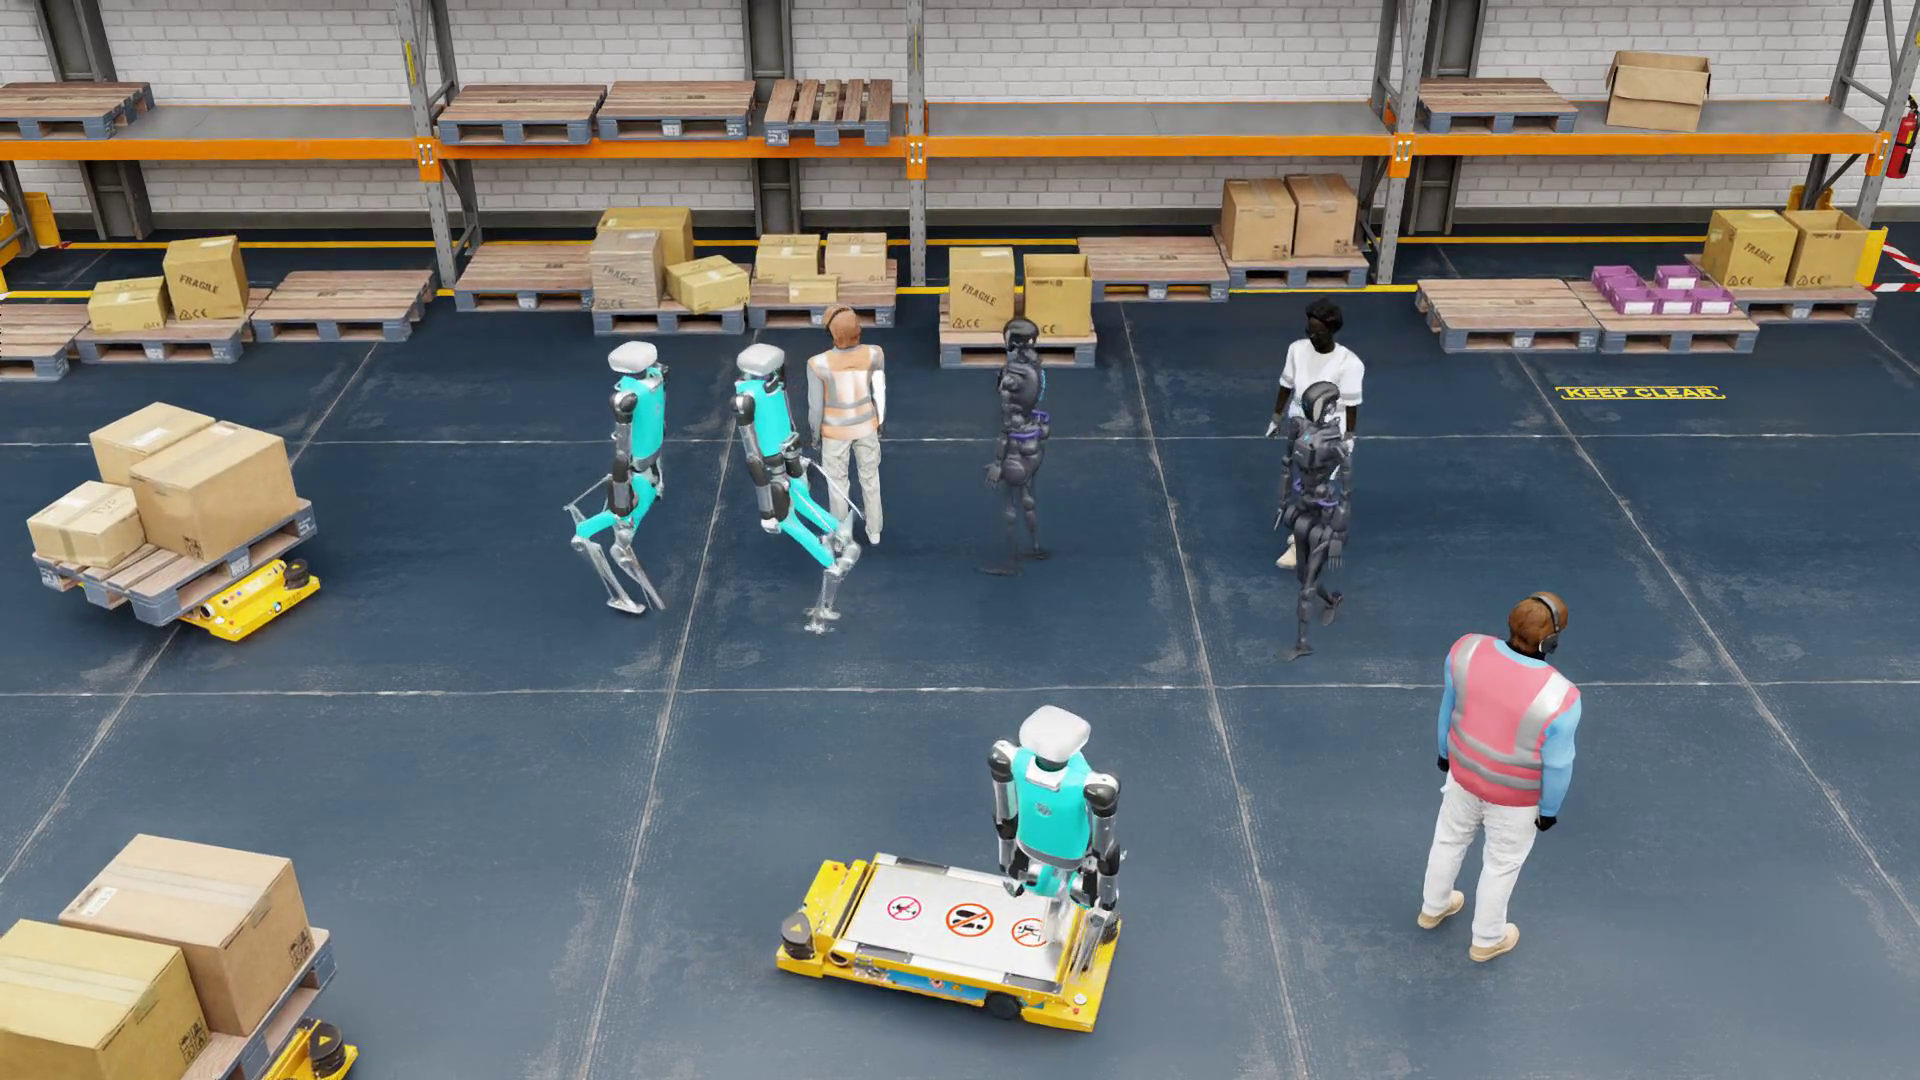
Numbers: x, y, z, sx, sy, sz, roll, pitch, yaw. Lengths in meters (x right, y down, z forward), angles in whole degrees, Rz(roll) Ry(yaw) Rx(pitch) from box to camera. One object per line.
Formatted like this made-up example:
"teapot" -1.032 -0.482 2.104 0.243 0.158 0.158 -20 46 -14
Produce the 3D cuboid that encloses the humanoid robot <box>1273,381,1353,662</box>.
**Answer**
"humanoid robot" 2.029 -0.141 9.320 0.665 1.631 0.586 -16 35 -25

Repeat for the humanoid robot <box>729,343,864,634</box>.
"humanoid robot" -0.850 -0.226 9.402 0.766 1.802 0.538 10 32 16

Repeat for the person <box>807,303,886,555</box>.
"person" -0.682 -0.670 10.190 0.511 1.644 0.305 -14 34 -22

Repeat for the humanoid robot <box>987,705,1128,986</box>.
"humanoid robot" 0.474 1.304 6.835 0.536 1.780 0.807 15 34 23

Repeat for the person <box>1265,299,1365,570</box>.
"person" 2.075 -0.639 10.102 0.677 1.671 0.544 -24 38 -34

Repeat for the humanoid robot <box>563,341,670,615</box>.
"humanoid robot" -1.989 -0.297 9.521 0.724 1.830 0.545 10 32 15

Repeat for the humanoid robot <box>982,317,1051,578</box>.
"humanoid robot" 0.360 -0.560 9.977 0.347 1.659 0.588 12 33 19

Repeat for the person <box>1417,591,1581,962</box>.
"person" 2.337 1.019 7.202 0.431 1.837 0.630 -24 39 -34

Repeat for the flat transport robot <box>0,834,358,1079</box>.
"flat transport robot" -3.283 2.177 6.787 1.431 0.231 0.659 7 32 11

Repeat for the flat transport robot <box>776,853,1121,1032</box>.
"flat transport robot" -0.039 1.774 7.458 1.431 0.231 0.659 8 32 13

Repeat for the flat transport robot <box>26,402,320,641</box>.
"flat transport robot" -4.655 0.208 10.065 1.431 0.231 0.659 15 34 23
